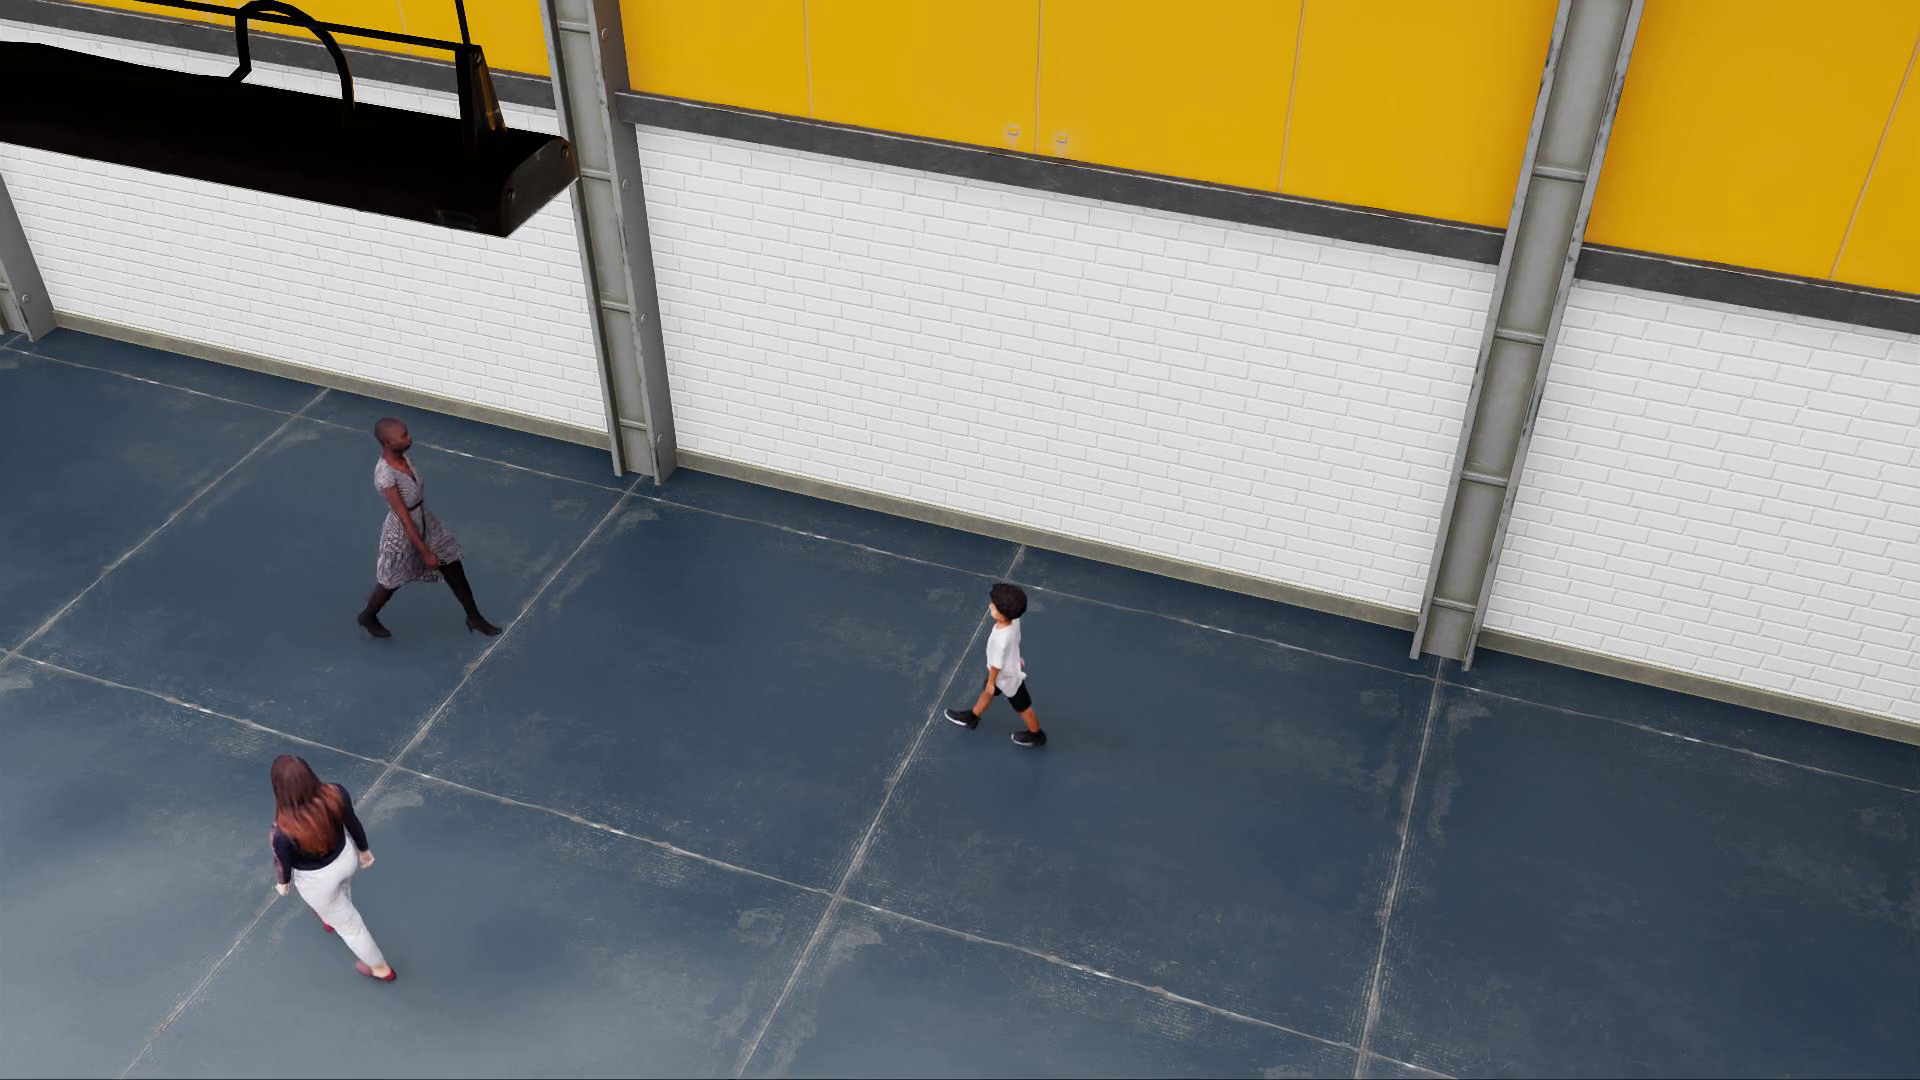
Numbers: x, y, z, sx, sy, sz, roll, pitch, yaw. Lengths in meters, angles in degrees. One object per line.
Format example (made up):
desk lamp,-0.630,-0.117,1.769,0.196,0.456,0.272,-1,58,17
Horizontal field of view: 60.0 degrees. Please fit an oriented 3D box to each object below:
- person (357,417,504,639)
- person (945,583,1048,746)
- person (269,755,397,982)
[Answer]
person,-3.614,0.014,10.656,1.235,1.744,0.866,0,39,0
person,0.337,0.793,10.095,0.899,1.226,0.553,9,39,11
person,-3.232,1.751,8.618,1.029,1.573,0.746,21,43,25
